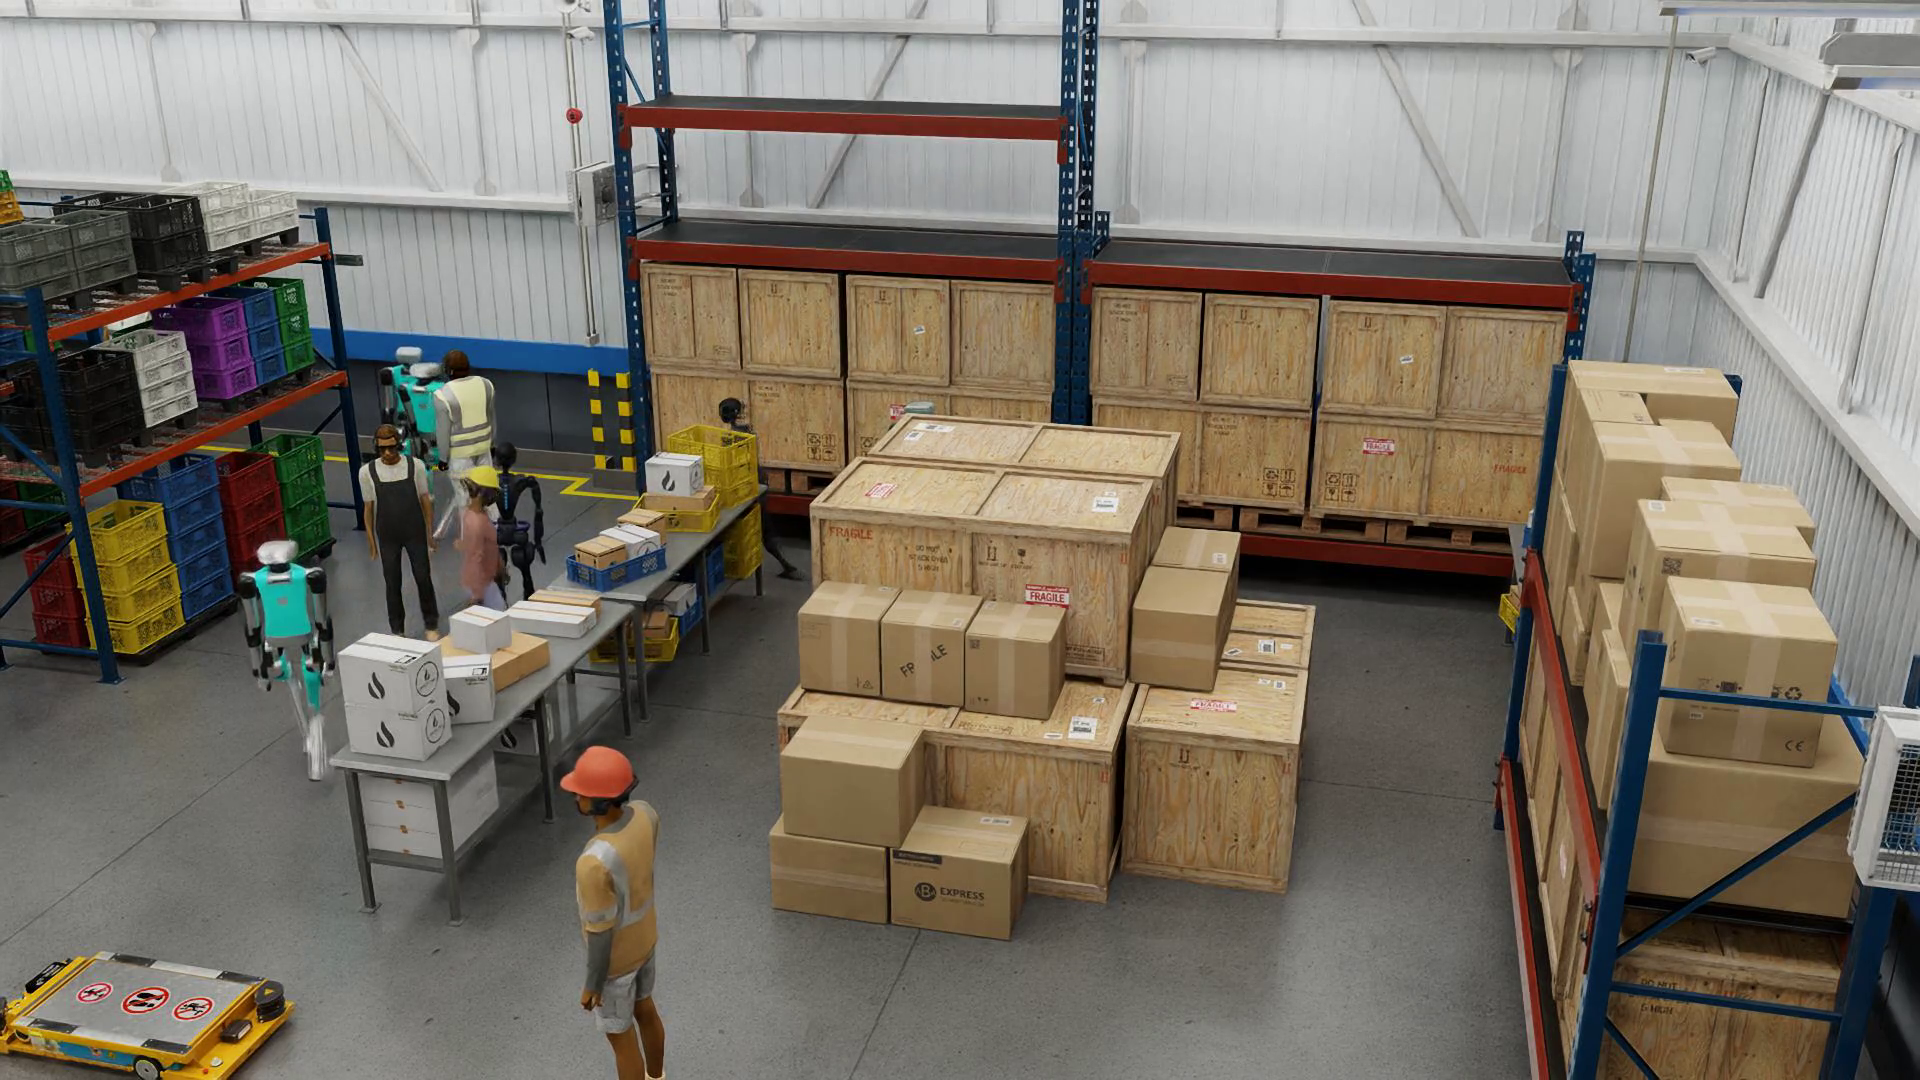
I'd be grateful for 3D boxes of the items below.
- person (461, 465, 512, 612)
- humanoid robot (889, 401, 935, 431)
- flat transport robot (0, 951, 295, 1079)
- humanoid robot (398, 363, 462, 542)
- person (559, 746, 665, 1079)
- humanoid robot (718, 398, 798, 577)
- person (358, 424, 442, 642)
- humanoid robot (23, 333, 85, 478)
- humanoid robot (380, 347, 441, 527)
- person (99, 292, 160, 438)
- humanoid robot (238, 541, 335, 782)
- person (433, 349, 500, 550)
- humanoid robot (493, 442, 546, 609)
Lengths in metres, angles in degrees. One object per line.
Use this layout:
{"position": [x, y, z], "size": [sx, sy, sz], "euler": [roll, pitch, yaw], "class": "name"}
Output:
{"position": [-3.453, 0.310, 12.191], "size": [0.389, 1.731, 0.557], "euler": [-6, 22, -16], "class": "person"}
{"position": [-0.303, -0.251, 13.465], "size": [0.533, 1.673, 0.735], "euler": [-1, 21, -2], "class": "humanoid robot"}
{"position": [-4.270, 2.464, 8.601], "size": [1.431, 0.231, 0.659], "euler": [5, 22, 13], "class": "flat transport robot"}
{"position": [-4.654, -0.840, 15.198], "size": [0.530, 1.724, 0.973], "euler": [5, 21, 13], "class": "humanoid robot"}
{"position": [-1.586, 1.868, 7.672], "size": [0.366, 2.048, 0.606], "euler": [5, 21, 12], "class": "person"}
{"position": [-1.791, -0.404, 14.203], "size": [0.736, 1.623, 0.607], "euler": [7, 22, 17], "class": "humanoid robot"}
{"position": [-4.349, -0.029, 12.937], "size": [0.506, 1.837, 0.332], "euler": [-8, 22, -20], "class": "person"}
{"position": [-9.184, -1.405, 16.757], "size": [0.417, 1.647, 0.608], "euler": [4, 21, 11], "class": "humanoid robot"}
{"position": [-4.963, -0.789, 15.200], "size": [0.543, 1.869, 0.762], "euler": [-6, 22, -15], "class": "humanoid robot"}
{"position": [-9.003, -2.020, 18.138], "size": [0.562, 1.836, 0.390], "euler": [-3, 21, -7], "class": "person"}
{"position": [-4.389, 0.761, 11.002], "size": [0.550, 1.725, 1.031], "euler": [-6, 22, -15], "class": "humanoid robot"}
{"position": [-4.439, -0.808, 14.957], "size": [0.430, 1.843, 0.624], "euler": [16, 26, 36], "class": "person"}
{"position": [-3.570, 0.009, 13.088], "size": [0.598, 1.639, 0.616], "euler": [-6, 22, -15], "class": "humanoid robot"}
